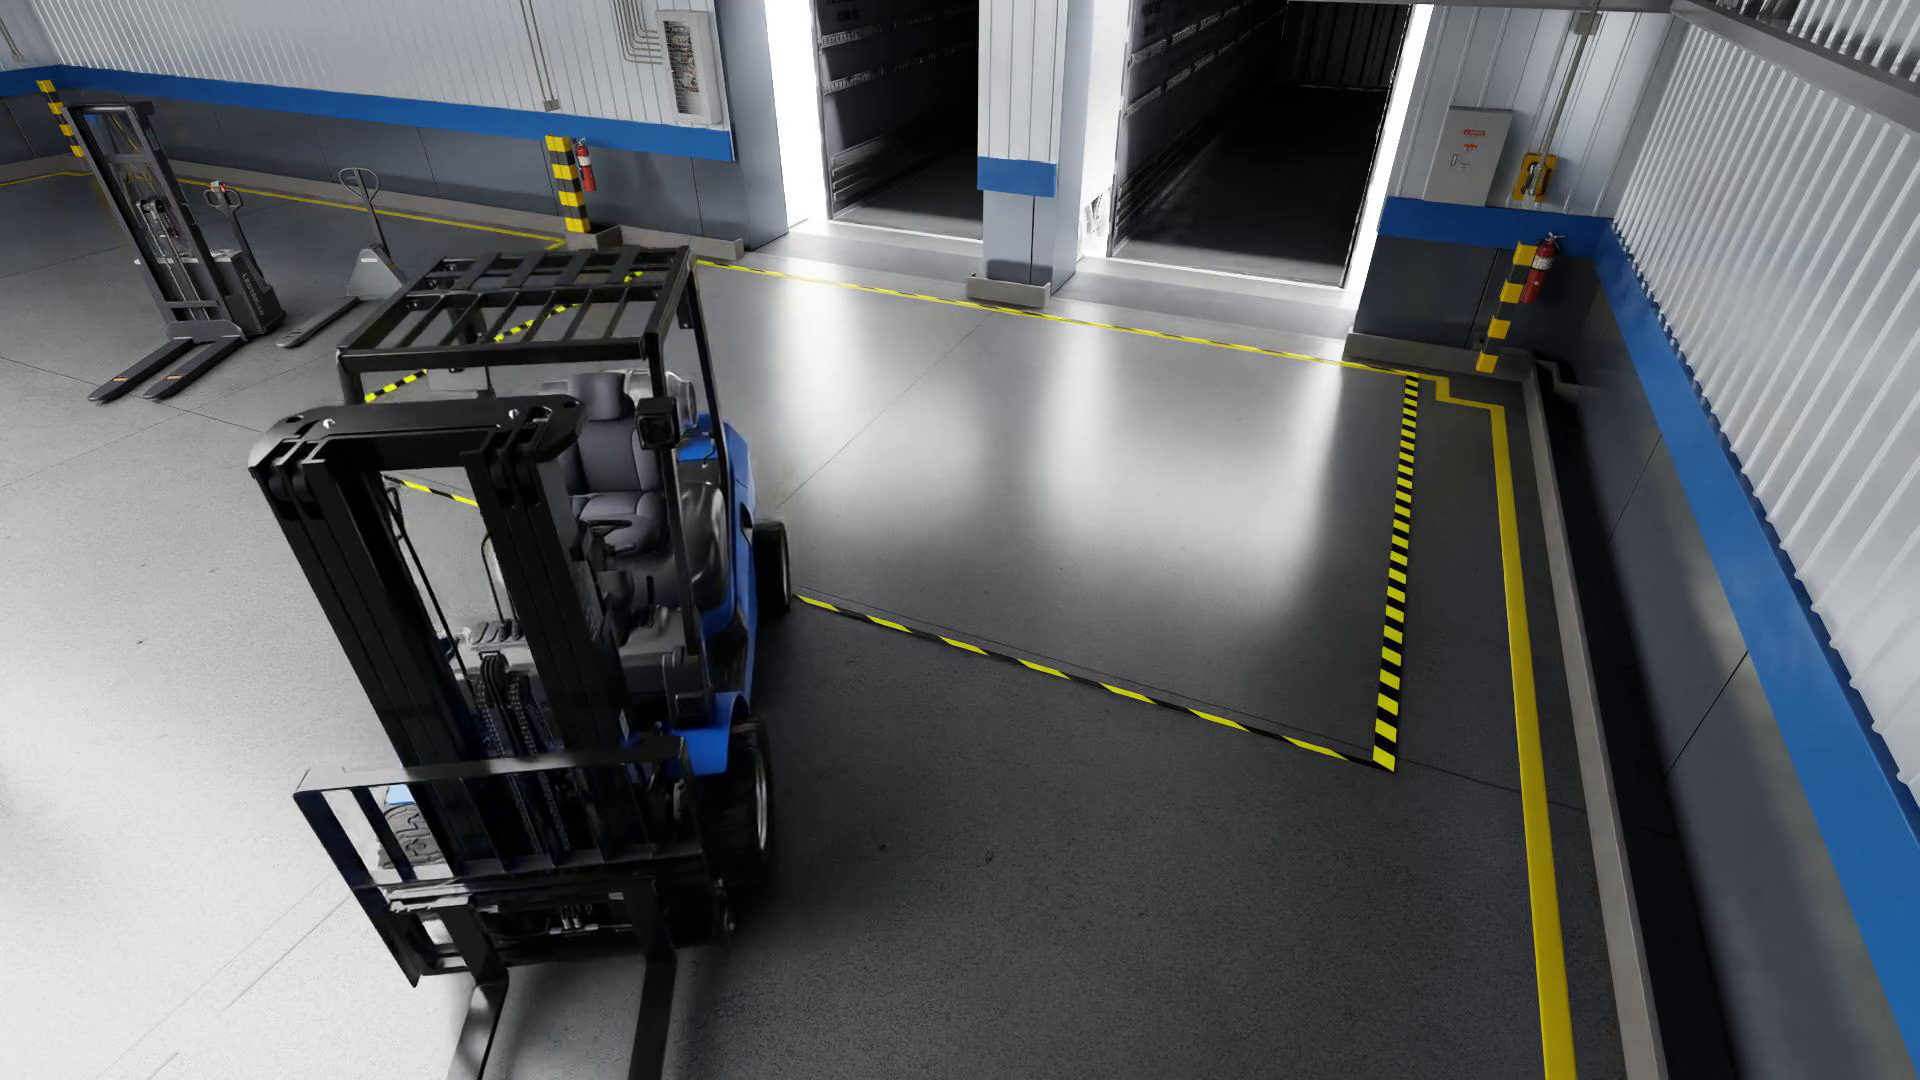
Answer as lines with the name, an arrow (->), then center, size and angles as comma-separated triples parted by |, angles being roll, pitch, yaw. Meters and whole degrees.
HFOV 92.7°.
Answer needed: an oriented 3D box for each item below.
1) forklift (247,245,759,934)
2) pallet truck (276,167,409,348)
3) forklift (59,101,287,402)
forklift -> -1.530, -0.048, 3.778 | 1.157, 2.036, 2.680 | -4, 35, -6
pallet truck -> -5.732, -2.611, 8.414 | 0.680, 1.201, 1.601 | -1, 35, -1
forklift -> -6.686, -2.387, 7.434 | 0.823, 1.965, 1.885 | -3, 35, -5
